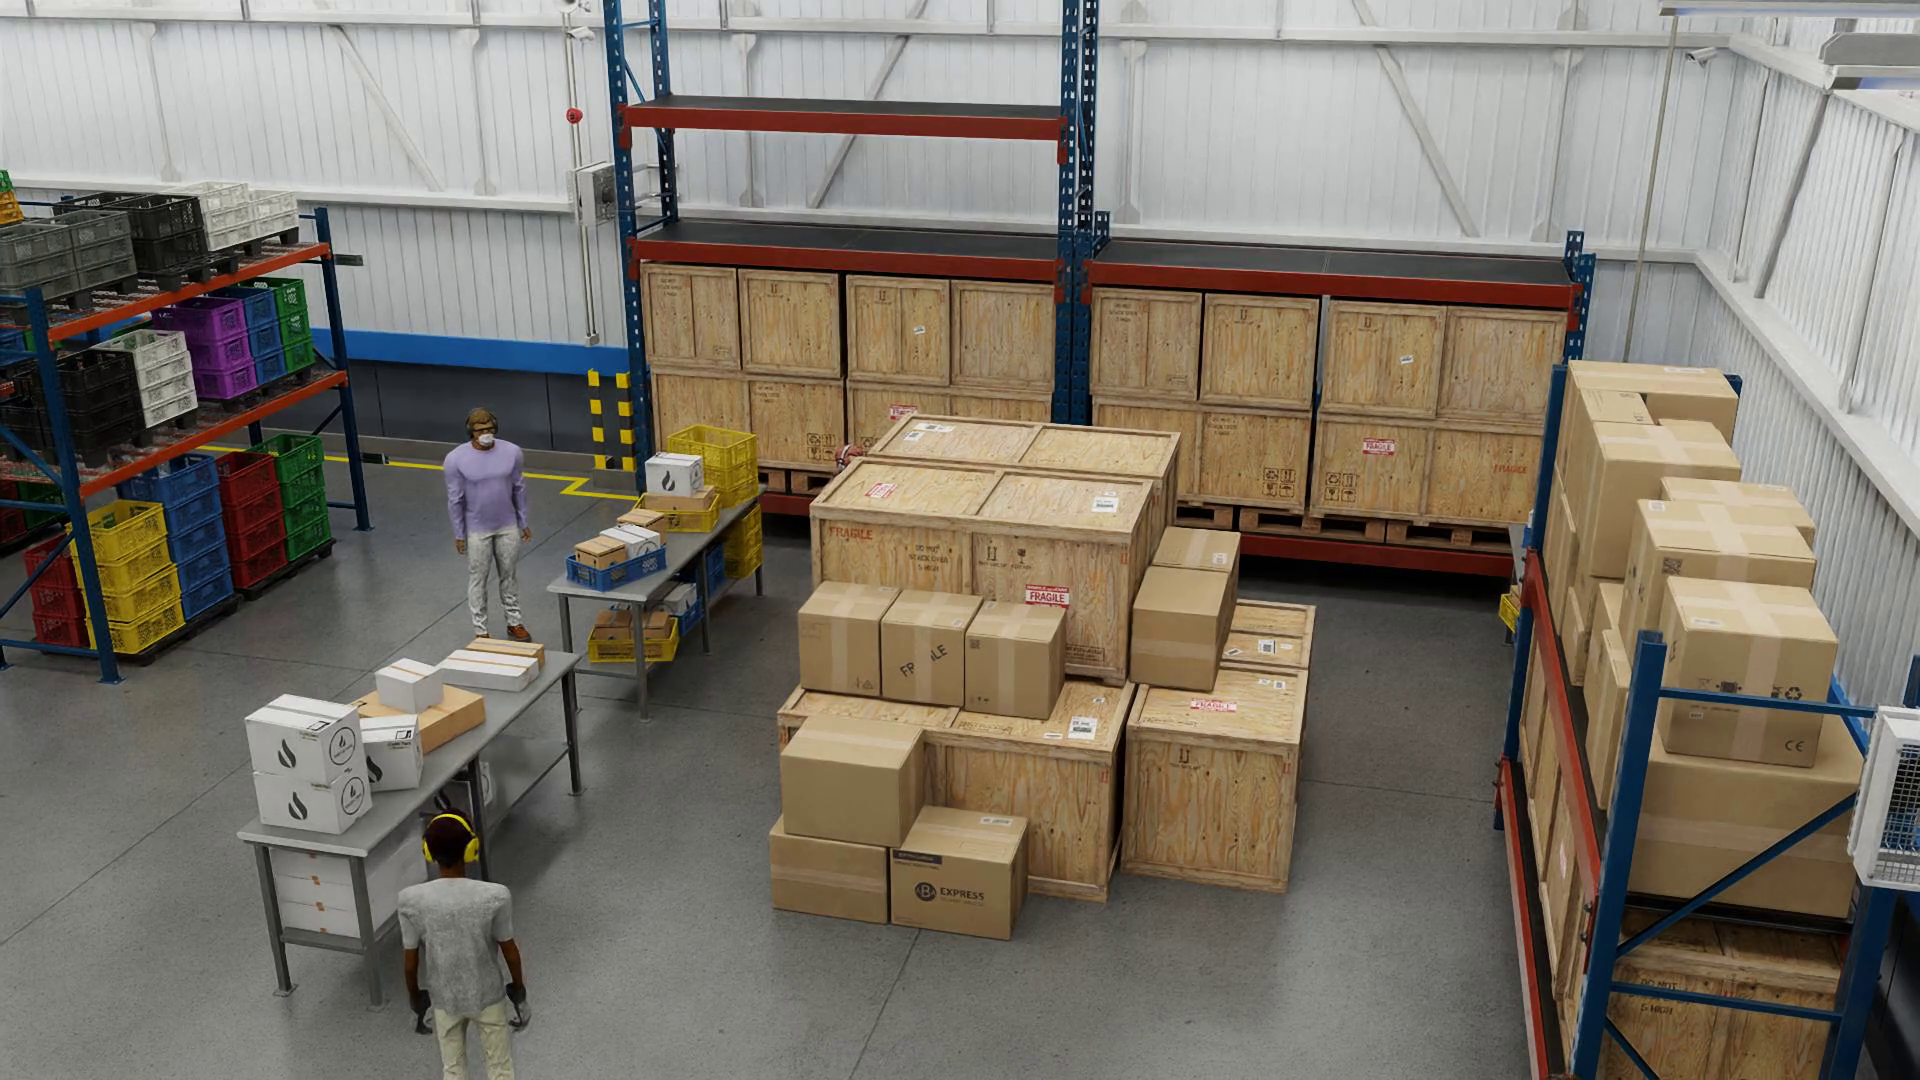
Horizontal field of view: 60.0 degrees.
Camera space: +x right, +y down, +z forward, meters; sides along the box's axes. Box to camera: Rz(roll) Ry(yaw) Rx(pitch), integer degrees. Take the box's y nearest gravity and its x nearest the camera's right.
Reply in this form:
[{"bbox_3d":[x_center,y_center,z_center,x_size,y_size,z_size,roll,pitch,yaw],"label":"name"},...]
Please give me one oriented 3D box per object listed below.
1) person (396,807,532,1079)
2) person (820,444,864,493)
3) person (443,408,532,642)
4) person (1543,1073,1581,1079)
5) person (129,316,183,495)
[{"bbox_3d":[-2.192,2.055,7.419,0.534,1.861,0.310,-2,21,-6],"label":"person"},{"bbox_3d":[-0.796,0.204,12.219,0.396,1.900,0.644,11,23,26],"label":"person"},{"bbox_3d":[-3.643,-0.094,12.937,0.628,1.940,0.373,-14,25,-33],"label":"person"},{"bbox_3d":[2.015,2.661,5.861,0.429,1.842,0.636,-15,25,-34],"label":"person"},{"bbox_3d":[-7.752,-1.216,15.971,0.587,1.864,0.489,15,26,34],"label":"person"}]
